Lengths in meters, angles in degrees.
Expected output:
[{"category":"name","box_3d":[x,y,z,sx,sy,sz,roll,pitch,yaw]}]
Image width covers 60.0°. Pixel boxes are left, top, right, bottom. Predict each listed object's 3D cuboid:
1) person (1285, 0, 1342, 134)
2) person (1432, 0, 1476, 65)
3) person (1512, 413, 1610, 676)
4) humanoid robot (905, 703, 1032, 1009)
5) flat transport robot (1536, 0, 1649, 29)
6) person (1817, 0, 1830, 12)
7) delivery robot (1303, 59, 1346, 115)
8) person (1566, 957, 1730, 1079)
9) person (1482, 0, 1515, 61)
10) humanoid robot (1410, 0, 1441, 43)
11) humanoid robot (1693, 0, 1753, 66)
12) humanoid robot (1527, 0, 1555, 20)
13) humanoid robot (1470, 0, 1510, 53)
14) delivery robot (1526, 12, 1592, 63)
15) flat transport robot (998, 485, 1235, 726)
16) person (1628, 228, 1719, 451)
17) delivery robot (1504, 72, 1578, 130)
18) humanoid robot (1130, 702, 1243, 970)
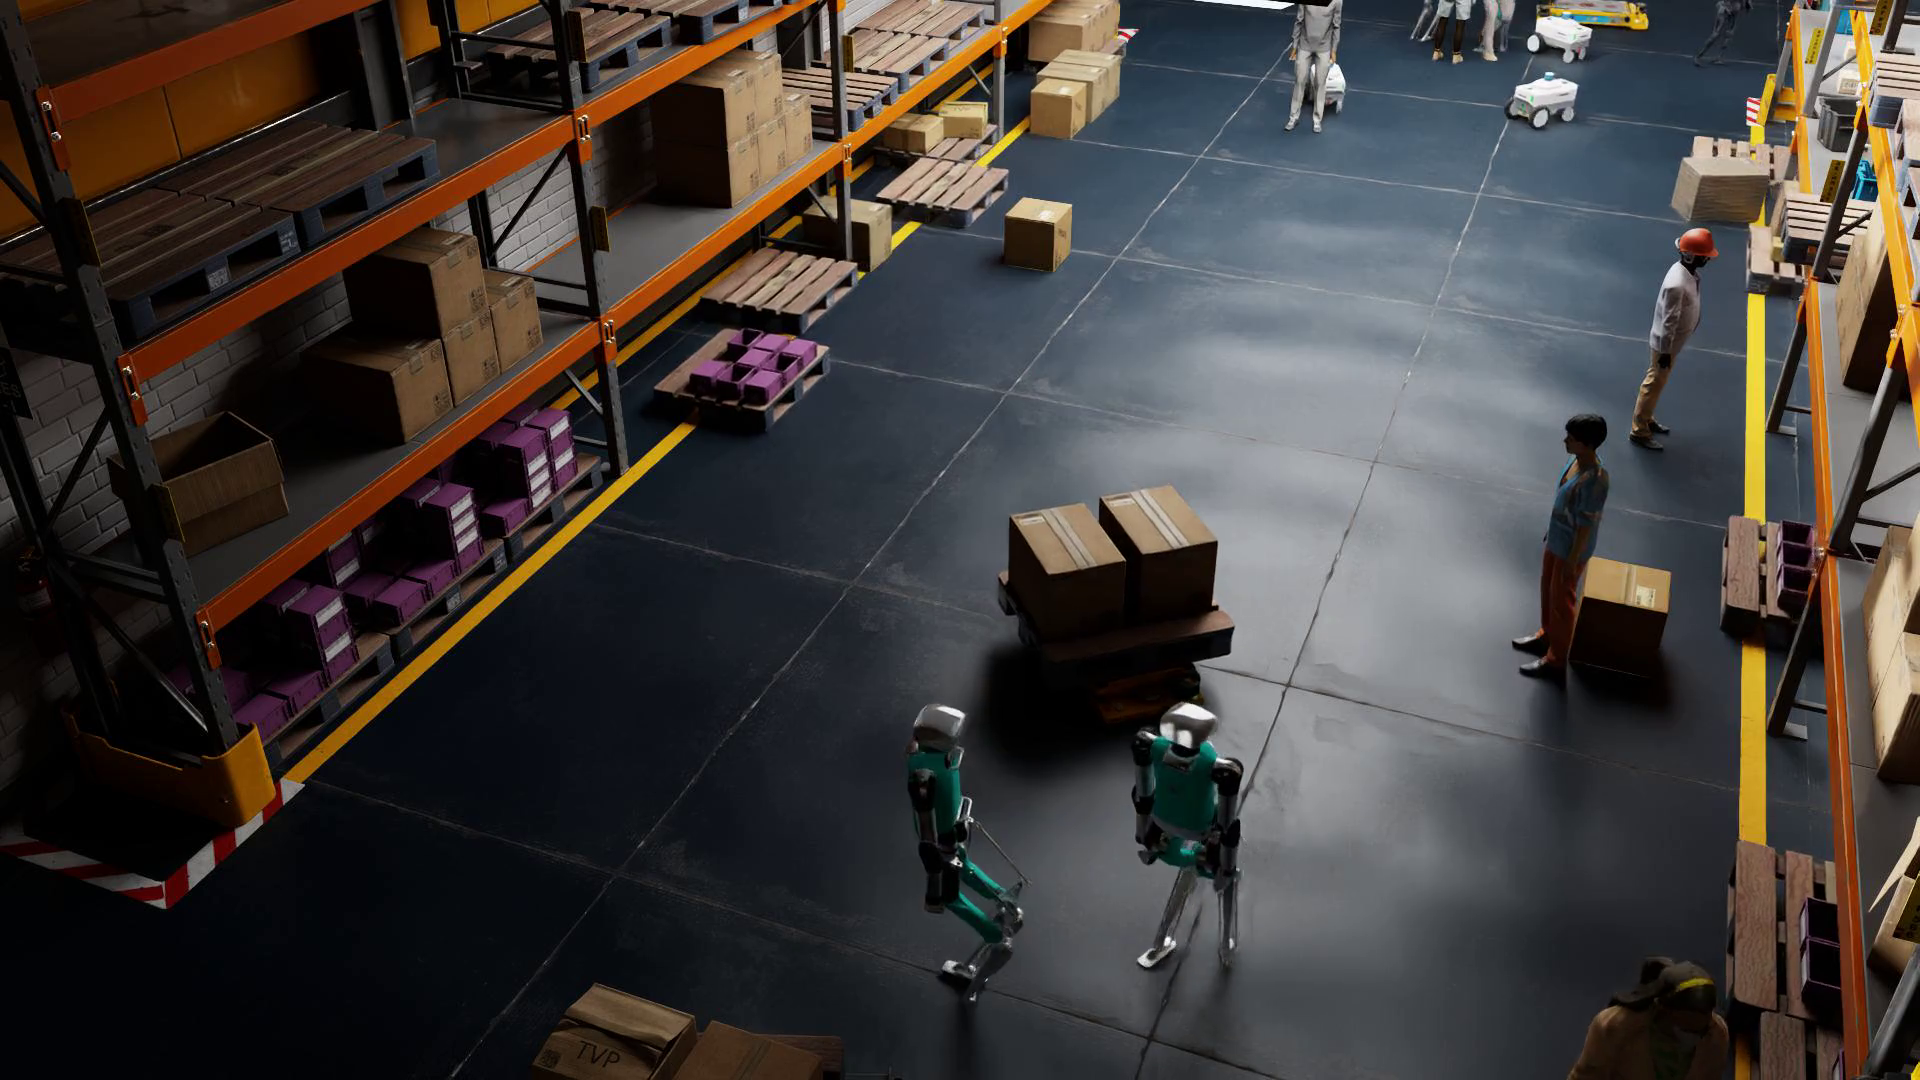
[{"category":"person","box_3d":[3.981,-5.538,18.660,0.532,1.901,0.394,9,34,14]},{"category":"person","box_3d":[6.243,-6.840,20.863,0.532,1.693,0.320,23,39,31]},{"category":"person","box_3d":[3.715,0.025,10.184,0.321,1.756,0.506,3,33,4]},{"category":"humanoid robot","box_3d":[0.090,1.552,7.848,0.690,1.803,0.538,6,33,9]},{"category":"flat transport robot","box_3d":[8.638,-7.205,22.742,1.431,0.231,0.659,8,34,12]},{"category":"person","box_3d":[10.823,-6.776,20.604,0.519,1.871,0.392,-18,37,-26]},{"category":"delivery robot","box_3d":[4.332,-5.372,19.660,0.499,0.614,0.817,2,33,3]},{"category":"person","box_3d":[2.662,2.271,6.634,0.594,1.846,0.804,0,33,1]},{"category":"person","box_3d":[6.812,-6.998,21.043,0.483,1.765,0.491,-9,34,-13]},{"category":"humanoid robot","box_3d":[6.188,-7.320,21.613,0.676,1.849,0.544,-17,37,-24]},{"category":"humanoid robot","box_3d":[9.599,-6.736,20.726,0.604,1.646,0.460,-20,38,-28]},{"category":"humanoid robot","box_3d":[8.028,-7.878,22.500,0.599,1.648,0.416,15,36,21]},{"category":"humanoid robot","box_3d":[6.841,-7.066,21.181,0.588,1.776,0.855,-22,39,-30]},{"category":"delivery robot","box_3d":[7.713,-6.470,21.352,0.513,0.605,0.776,-17,36,-24]},{"category":"flat transport robot","box_3d":[0.964,0.638,10.604,0.659,0.231,1.431,-10,34,-15]},{"category":"person","box_3d":[5.399,-1.536,12.600,0.329,1.750,0.571,16,36,24]},{"category":"delivery robot","box_3d":[6.728,-5.077,19.203,0.807,0.613,0.499,-14,35,-21]},{"category":"humanoid robot","box_3d":[1.168,1.403,8.083,0.530,1.789,0.803,18,37,25]}]
